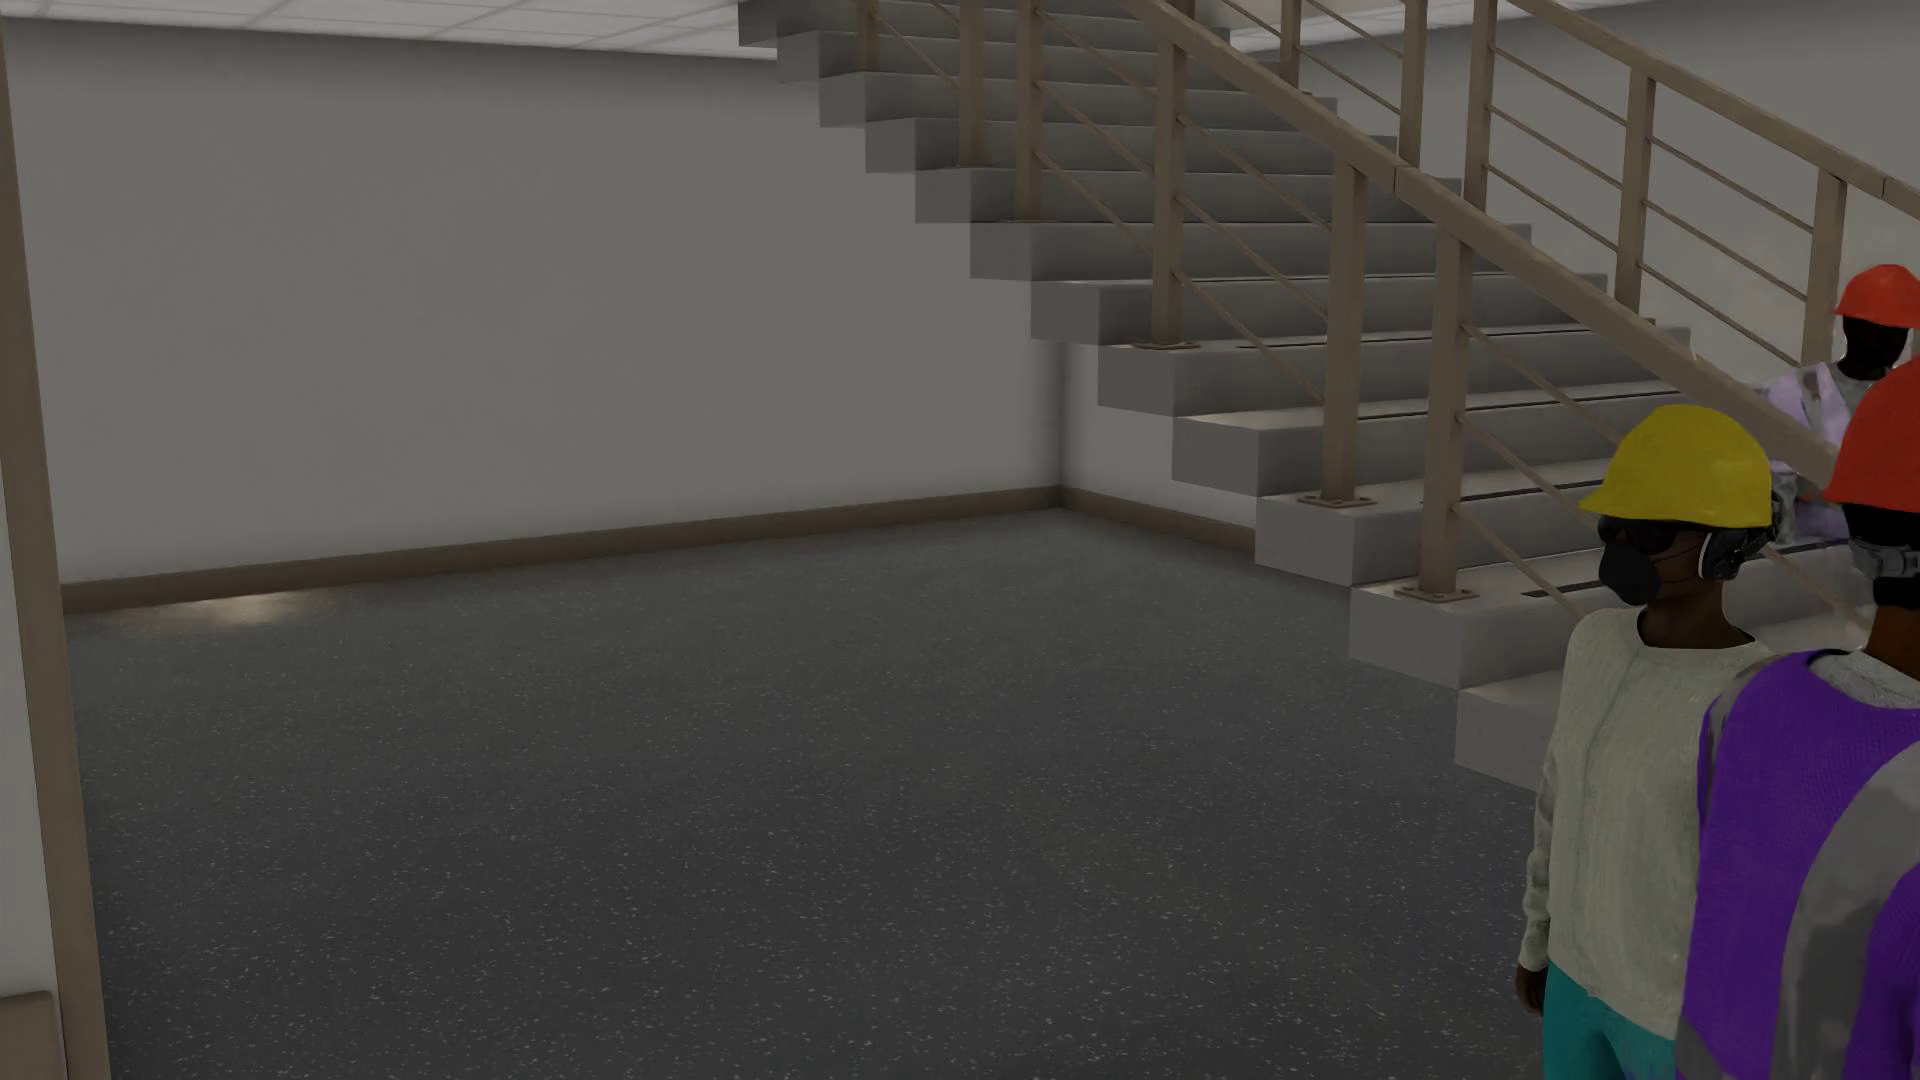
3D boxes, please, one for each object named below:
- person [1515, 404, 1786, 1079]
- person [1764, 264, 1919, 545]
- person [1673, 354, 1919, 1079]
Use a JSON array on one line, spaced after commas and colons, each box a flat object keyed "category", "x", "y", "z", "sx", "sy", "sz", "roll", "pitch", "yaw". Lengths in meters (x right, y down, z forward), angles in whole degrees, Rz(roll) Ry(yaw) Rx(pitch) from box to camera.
[{"category": "person", "x": 1.015, "y": 0.680, "z": 2.489, "sx": 0.301, "sy": 1.772, "sz": 0.524, "roll": -3, "pitch": 11, "yaw": -16}, {"category": "person", "x": 2.870, "y": 0.067, "z": 5.394, "sx": 0.562, "sy": 1.885, "sz": 0.989, "roll": 1, "pitch": 11, "yaw": 4}, {"category": "person", "x": 0.921, "y": 0.759, "z": 1.672, "sx": 0.391, "sy": 1.924, "sz": 0.588, "roll": 1, "pitch": 11, "yaw": 7}]
